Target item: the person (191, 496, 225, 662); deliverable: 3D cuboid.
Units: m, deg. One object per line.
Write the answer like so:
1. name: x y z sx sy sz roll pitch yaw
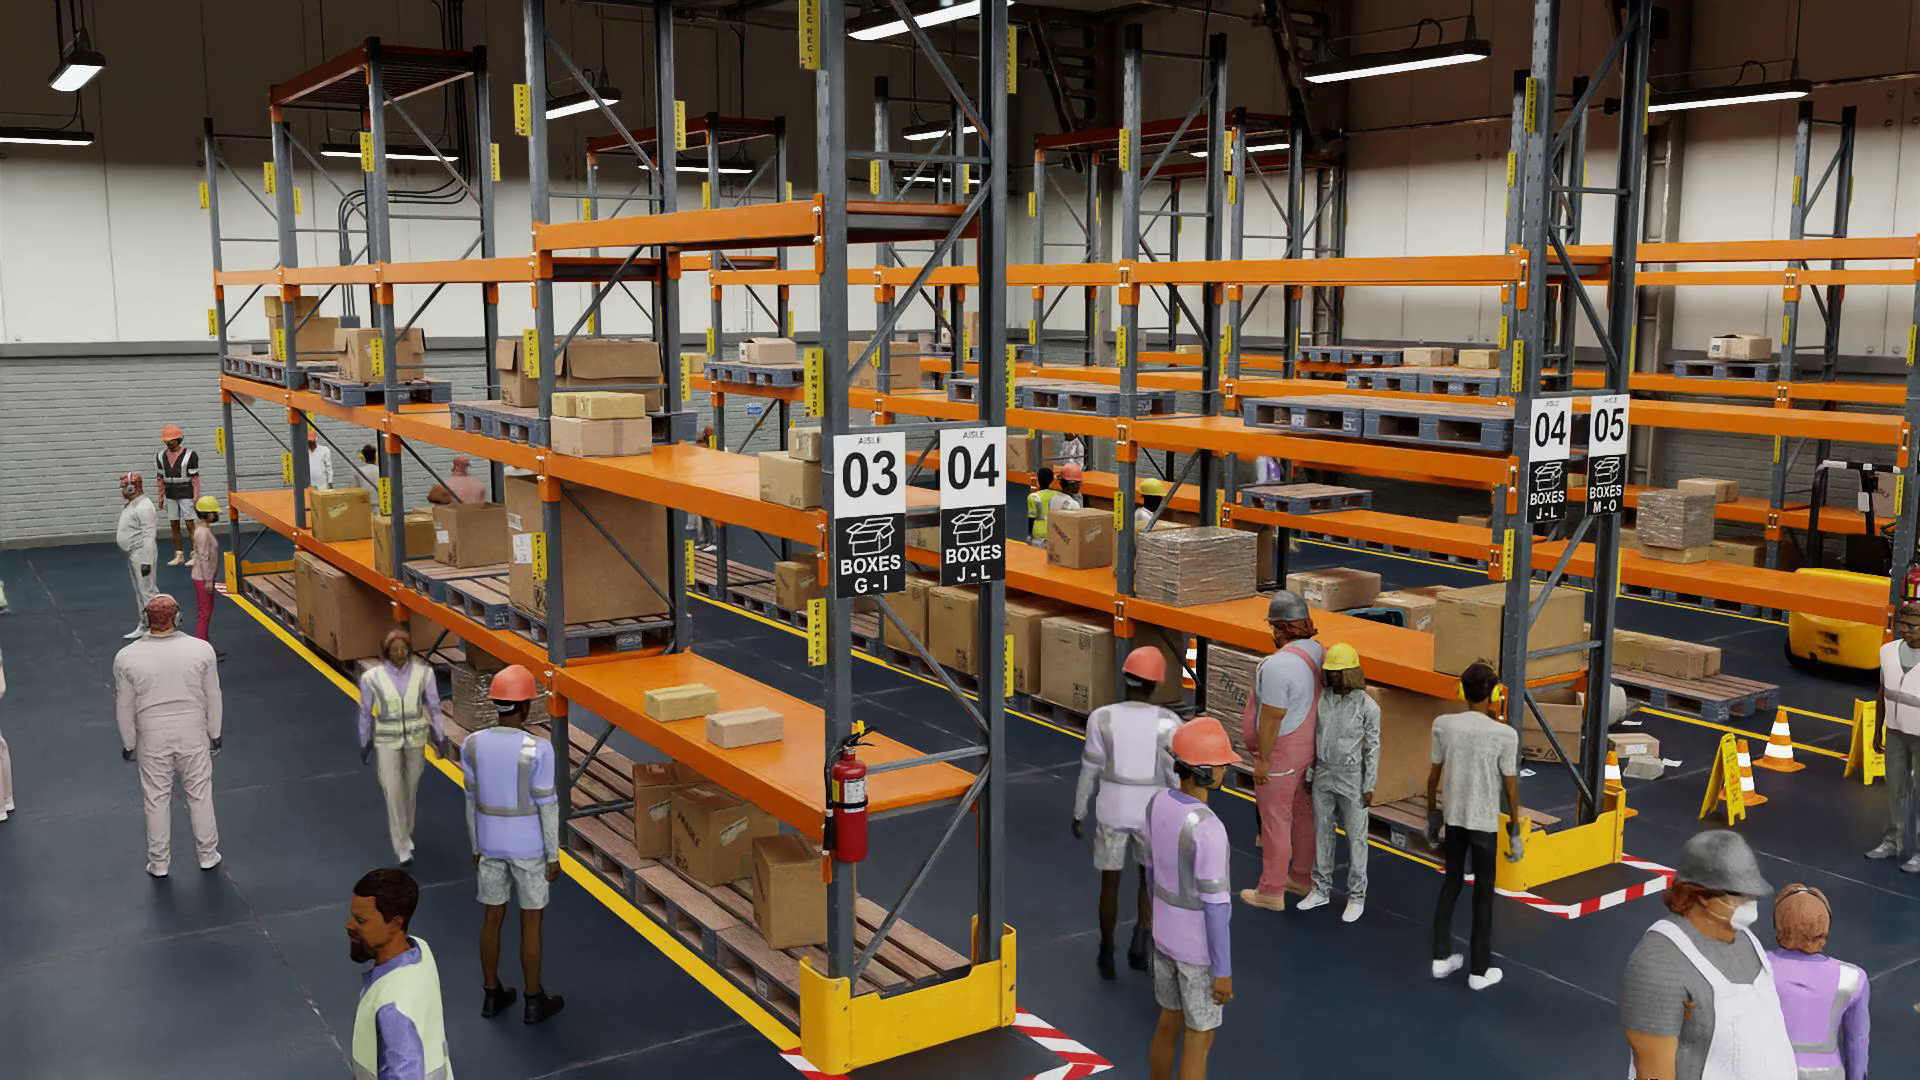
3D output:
1. person: -7.932 0.410 17.581 0.350 1.759 0.522 -3 9 -22

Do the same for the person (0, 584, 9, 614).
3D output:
1. person: -11.923 0.068 20.021 0.912 1.706 0.584 2 9 12

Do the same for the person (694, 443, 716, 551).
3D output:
1. person: -3.837 -0.648 25.057 0.279 1.627 0.506 -6 10 -33

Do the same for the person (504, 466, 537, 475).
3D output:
1. person: -5.911 -0.360 22.379 0.570 1.845 0.645 -2 9 -14

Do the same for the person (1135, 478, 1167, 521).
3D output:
1. person: 2.017 0.296 17.767 0.370 1.925 0.595 0 9 -2

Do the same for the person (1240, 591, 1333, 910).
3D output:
1. person: 2.073 1.311 10.630 0.535 2.000 0.686 8 11 42

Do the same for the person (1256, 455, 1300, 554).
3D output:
1. person: 4.670 -0.706 24.894 0.639 1.797 0.979 -6 11 -36

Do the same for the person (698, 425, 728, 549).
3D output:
1. person: -3.778 -0.803 25.225 0.584 1.883 0.337 -4 9 -24

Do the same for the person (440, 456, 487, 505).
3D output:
1. person: -6.198 -0.111 20.782 0.813 1.855 0.670 7 11 39

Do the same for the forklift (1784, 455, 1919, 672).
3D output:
1. forklift: 9.643 0.253 17.172 2.313 2.155 1.214 -6 10 -33

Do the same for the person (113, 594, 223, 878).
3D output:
1. person: -5.277 1.303 11.133 0.640 1.909 0.409 -4 10 -27

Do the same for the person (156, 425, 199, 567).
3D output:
1. person: -11.065 -0.616 23.520 0.612 2.030 0.410 1 9 5

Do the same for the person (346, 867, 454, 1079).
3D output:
1. person: -1.970 2.082 5.891 0.381 1.921 0.596 -3 9 -16

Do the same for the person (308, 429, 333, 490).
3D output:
1. person: -10.332 -0.937 26.599 0.575 1.739 0.349 -3 9 -20

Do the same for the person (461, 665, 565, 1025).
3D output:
1. person: -2.379 1.624 8.932 0.546 1.928 0.384 3 9 16

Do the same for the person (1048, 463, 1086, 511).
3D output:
1. person: 1.186 0.170 18.280 0.411 2.034 0.604 -4 9 -22

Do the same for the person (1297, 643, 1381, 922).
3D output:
1. person: 2.362 1.497 10.377 0.493 1.743 0.295 8 11 41

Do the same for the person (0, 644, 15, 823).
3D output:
1. person: -7.224 1.133 12.193 0.383 1.924 0.594 -2 9 -15

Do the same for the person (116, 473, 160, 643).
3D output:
1. person: -9.144 0.199 18.501 0.402 1.904 0.638 -7 11 -38

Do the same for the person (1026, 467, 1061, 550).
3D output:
1. person: 1.071 -0.068 20.958 0.535 1.697 0.318 -5 10 -28

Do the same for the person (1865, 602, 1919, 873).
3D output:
1. person: 6.461 1.322 11.259 0.388 1.837 0.560 -4 9 -24

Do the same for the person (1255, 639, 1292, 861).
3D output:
1. person: 2.215 1.365 11.449 0.319 1.689 0.539 -3 9 -20

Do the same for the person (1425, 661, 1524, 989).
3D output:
1. person: 2.896 1.601 9.334 0.545 1.857 0.379 8 12 44

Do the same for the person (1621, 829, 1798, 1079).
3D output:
1. person: 2.672 2.021 5.907 0.688 2.000 0.537 -7 11 -40

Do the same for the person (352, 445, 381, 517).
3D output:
1. person: -7.962 -0.372 22.563 0.529 1.820 0.603 -4 9 -25

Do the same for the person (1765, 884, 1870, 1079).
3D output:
1. person: 3.222 2.139 6.445 0.513 1.642 0.311 3 9 19

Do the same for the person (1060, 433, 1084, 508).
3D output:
1. person: 1.826 -1.044 27.055 0.404 1.823 0.590 -5 10 -28

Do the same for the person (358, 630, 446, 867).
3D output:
1. person: -3.790 1.416 11.369 0.544 1.592 0.835 -5 10 -31

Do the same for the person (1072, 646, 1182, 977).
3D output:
1. person: 0.942 1.556 9.458 0.643 1.910 0.480 1 9 5

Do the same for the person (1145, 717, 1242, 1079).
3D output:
1. person: 1.054 1.789 7.440 0.373 2.043 0.614 -3 9 -21
